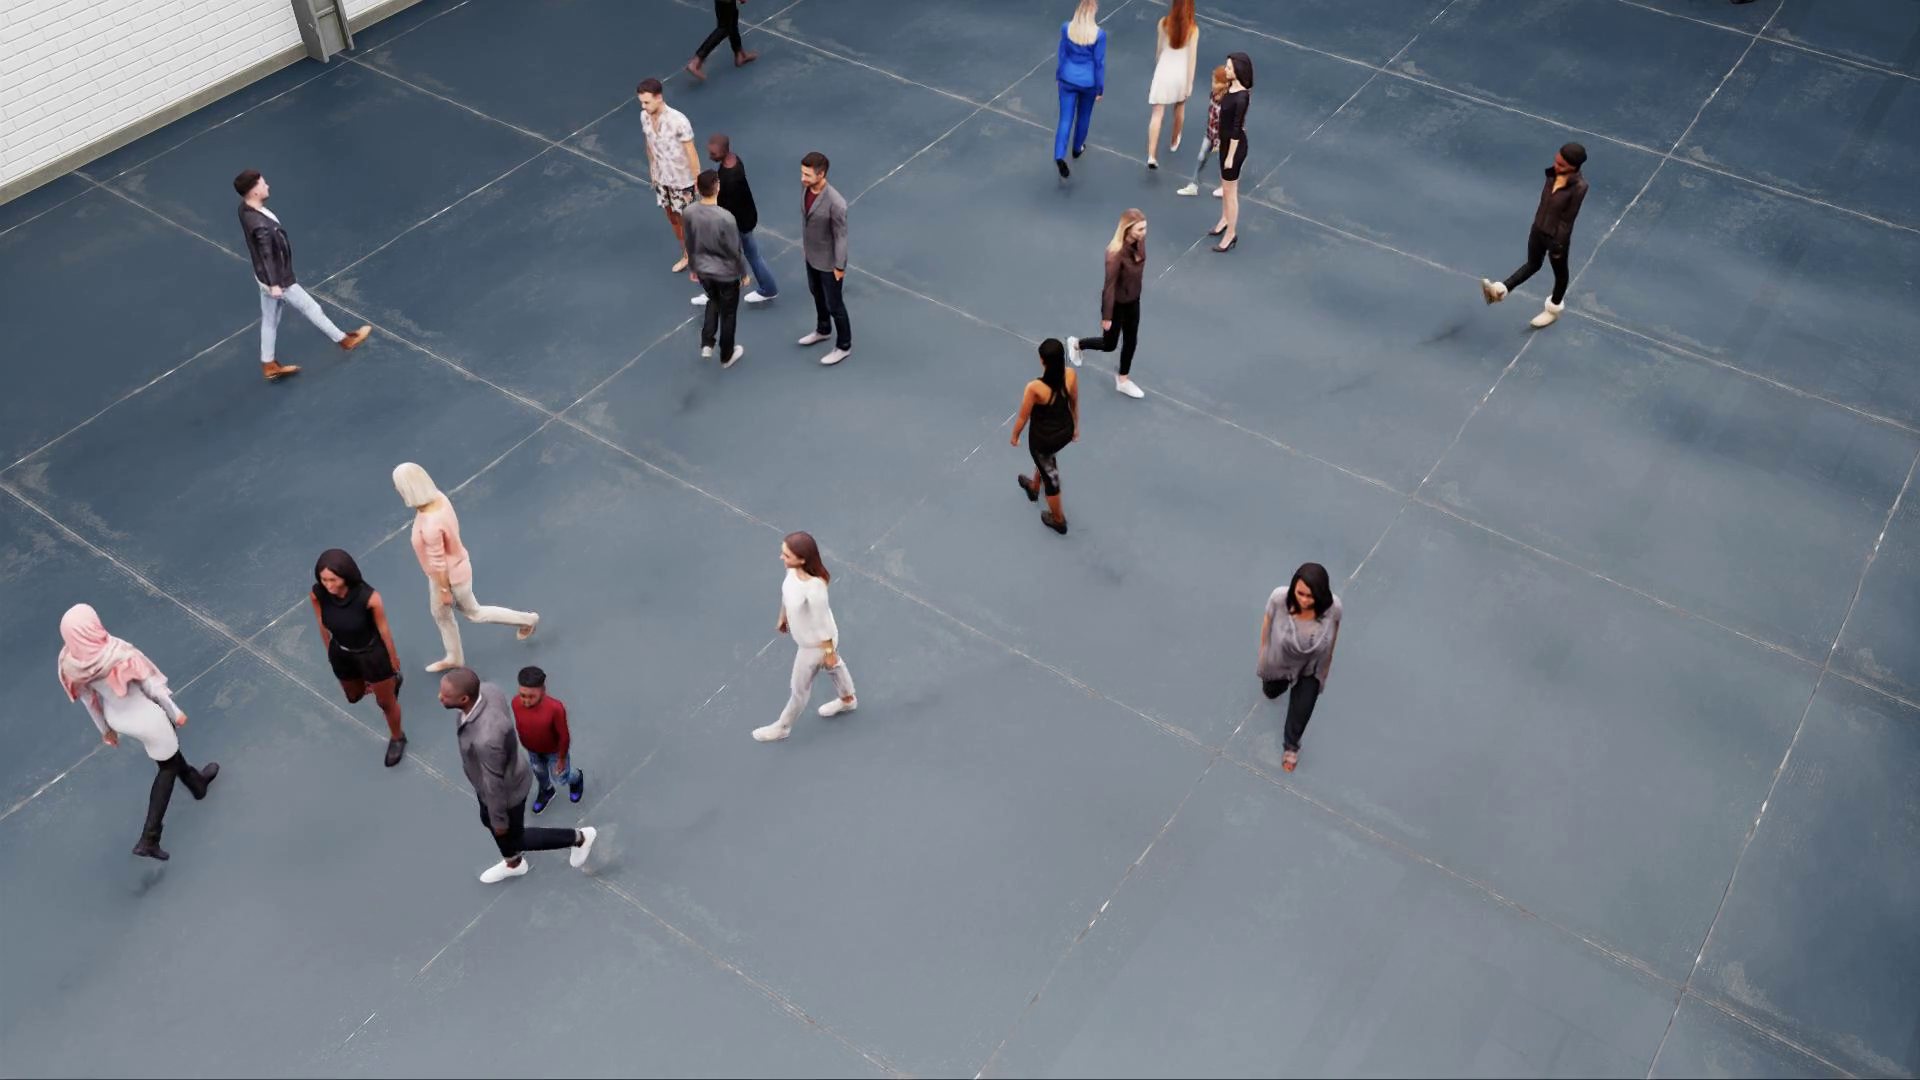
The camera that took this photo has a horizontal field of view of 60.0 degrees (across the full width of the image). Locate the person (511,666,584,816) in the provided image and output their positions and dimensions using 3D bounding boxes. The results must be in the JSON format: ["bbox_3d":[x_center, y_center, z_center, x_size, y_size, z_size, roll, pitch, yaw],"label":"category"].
[{"bbox_3d":[-2.466,1.176,10.024,0.593,1.243,0.641,14,45,14],"label":"person"}]

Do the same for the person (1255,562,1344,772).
[{"bbox_3d":[2.092,0.661,10.316,0.849,1.585,1.043,8,44,8],"label":"person"}]

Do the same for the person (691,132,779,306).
[{"bbox_3d":[-1.740,-2.624,13.678,1.077,1.703,0.938,-10,45,-11],"label":"person"}]

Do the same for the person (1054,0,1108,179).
[{"bbox_3d":[1.072,-4.130,15.284,0.802,1.670,1.115,14,45,14],"label":"person"}]

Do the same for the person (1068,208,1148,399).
[{"bbox_3d":[1.179,-1.868,12.900,0.728,1.682,0.885,29,51,27],"label":"person"}]

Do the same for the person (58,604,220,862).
[{"bbox_3d":[-4.823,1.129,9.686,0.967,1.777,1.206,8,44,9],"label":"person"}]

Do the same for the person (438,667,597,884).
[{"bbox_3d":[-2.524,1.355,9.436,1.102,1.795,0.990,-14,45,-14],"label":"person"}]

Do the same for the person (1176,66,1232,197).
[{"bbox_3d":[2.426,-3.708,15.122,0.873,1.280,0.722,-25,49,-24],"label":"person"}]

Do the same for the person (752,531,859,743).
[{"bbox_3d":[-0.837,0.563,10.366,1.072,1.658,0.935,-15,46,-15],"label":"person"}]

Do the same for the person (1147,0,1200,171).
[{"bbox_3d":[1.942,-4.239,15.390,0.792,1.681,1.153,13,45,13],"label":"person"}]

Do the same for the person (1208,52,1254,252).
[{"bbox_3d":[2.354,-3.355,14.374,0.718,1.802,0.609,2,44,2],"label":"person"}]

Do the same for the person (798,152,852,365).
[{"bbox_3d":[-1.073,-2.262,13.179,0.717,1.868,0.756,-28,50,-26],"label":"person"}]

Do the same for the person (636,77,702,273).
[{"bbox_3d":[-2.365,-3.153,14.170,0.713,1.792,0.770,22,48,22],"label":"person"}]

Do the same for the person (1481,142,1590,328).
[{"bbox_3d":[4.719,-2.452,13.540,1.024,1.645,0.849,-26,49,-25],"label":"person"}]

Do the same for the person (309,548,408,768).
[{"bbox_3d":[-3.641,0.646,10.226,0.828,1.731,0.934,1,44,1],"label":"person"}]

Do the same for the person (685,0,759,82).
[{"bbox_3d":[-2.452,-5.444,16.566,1.239,1.803,0.948,-26,50,-25],"label":"person"}]

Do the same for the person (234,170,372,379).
[{"bbox_3d":[-5.419,-2.011,12.963,1.222,1.803,0.901,-28,50,-26],"label":"person"}]

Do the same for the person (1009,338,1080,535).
[{"bbox_3d":[0.682,-0.696,11.696,0.893,1.645,0.839,-27,50,-25],"label":"person"}]

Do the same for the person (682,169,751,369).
[{"bbox_3d":[-1.934,-2.060,13.050,0.678,1.753,0.706,17,46,17],"label":"person"}]

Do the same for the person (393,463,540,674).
[{"bbox_3d":[-3.210,0.179,10.748,1.114,1.686,0.985,-14,45,-14],"label":"person"}]
